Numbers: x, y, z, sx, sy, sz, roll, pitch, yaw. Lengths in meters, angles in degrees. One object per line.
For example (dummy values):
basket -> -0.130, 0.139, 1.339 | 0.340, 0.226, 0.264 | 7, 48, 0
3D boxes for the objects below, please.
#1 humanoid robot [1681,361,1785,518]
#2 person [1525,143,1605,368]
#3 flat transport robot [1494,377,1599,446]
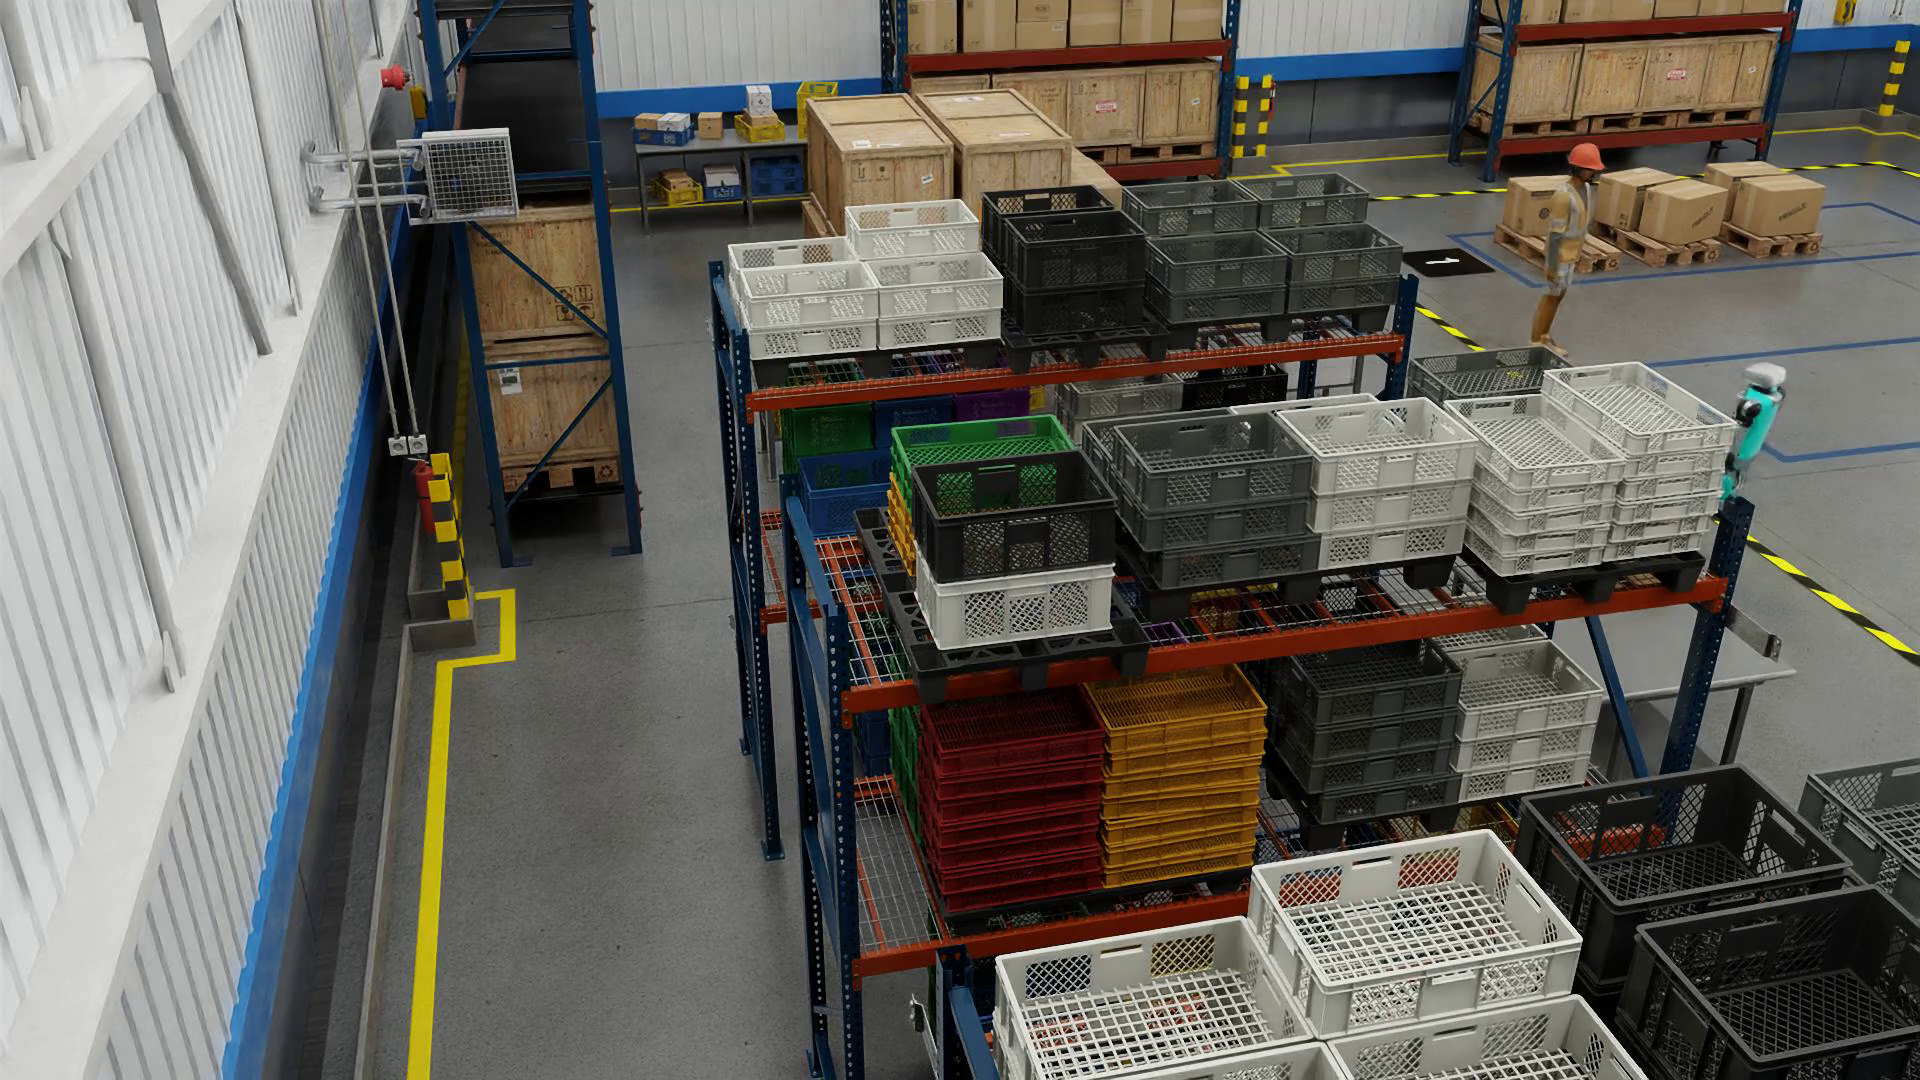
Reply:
humanoid robot -> 4.996, -0.424, 11.275 | 0.788, 1.776, 0.573 | 22, 35, 36
person -> 5.484, -2.575, 15.033 | 0.389, 2.040, 0.613 | 19, 33, 32
flat transport robot -> 4.780, -1.036, 14.013 | 0.659, 0.231, 1.431 | -6, 28, -12
